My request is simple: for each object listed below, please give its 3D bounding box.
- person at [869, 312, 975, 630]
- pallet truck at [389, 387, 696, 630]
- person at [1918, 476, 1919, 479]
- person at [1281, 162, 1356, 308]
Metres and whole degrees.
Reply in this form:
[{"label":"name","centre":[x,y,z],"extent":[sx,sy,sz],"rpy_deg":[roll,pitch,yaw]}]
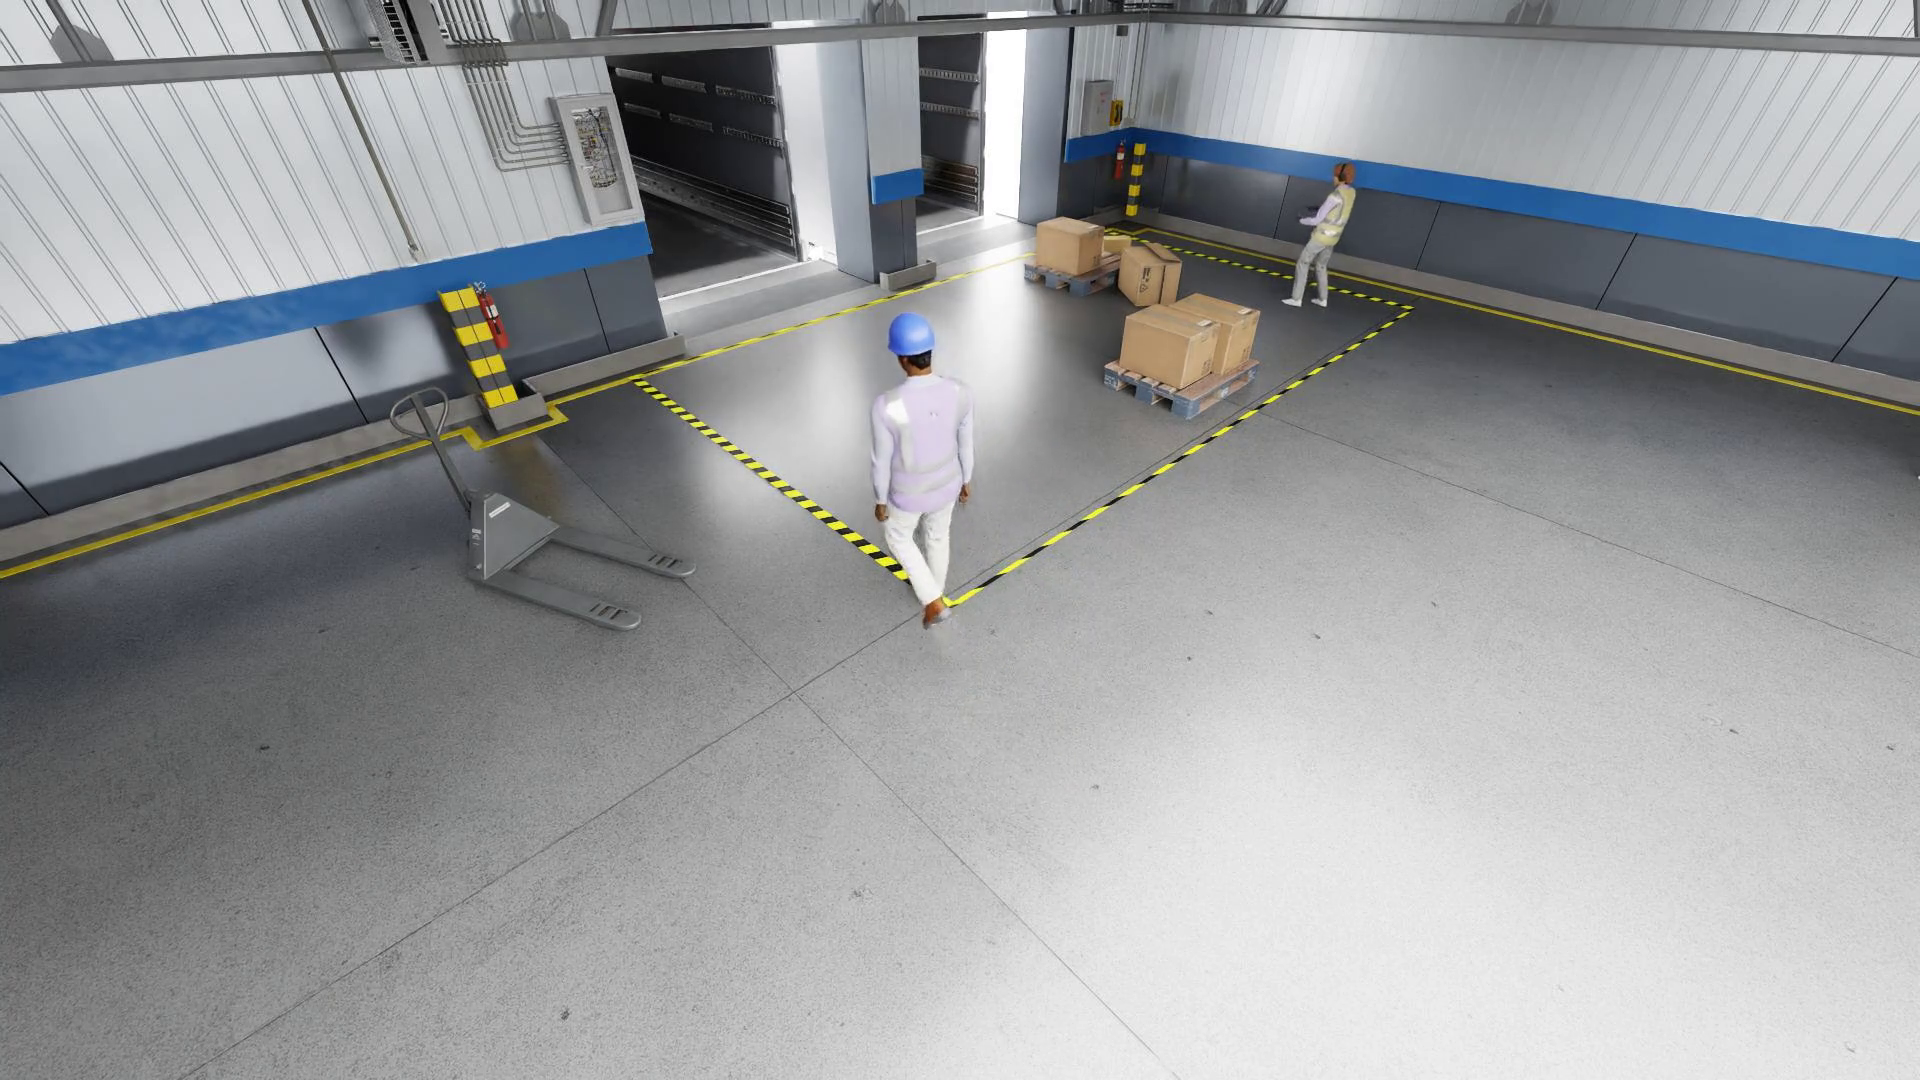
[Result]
[{"label":"person","centre":[-0.173,-0.277,4.071],"extent":[0.623,1.924,0.626],"rpy_deg":[-21,43,-25]},{"label":"pallet truck","centre":[-2.613,-0.247,4.593],"extent":[1.601,1.201,0.680],"rpy_deg":[14,40,17]},{"label":"person","centre":[7.869,-1.114,5.301],"extent":[0.486,1.743,0.294],"rpy_deg":[-1,38,-1]},{"label":"person","centre":[4.172,-3.574,8.606],"extent":[0.590,1.603,0.654],"rpy_deg":[-23,43,-27]}]
